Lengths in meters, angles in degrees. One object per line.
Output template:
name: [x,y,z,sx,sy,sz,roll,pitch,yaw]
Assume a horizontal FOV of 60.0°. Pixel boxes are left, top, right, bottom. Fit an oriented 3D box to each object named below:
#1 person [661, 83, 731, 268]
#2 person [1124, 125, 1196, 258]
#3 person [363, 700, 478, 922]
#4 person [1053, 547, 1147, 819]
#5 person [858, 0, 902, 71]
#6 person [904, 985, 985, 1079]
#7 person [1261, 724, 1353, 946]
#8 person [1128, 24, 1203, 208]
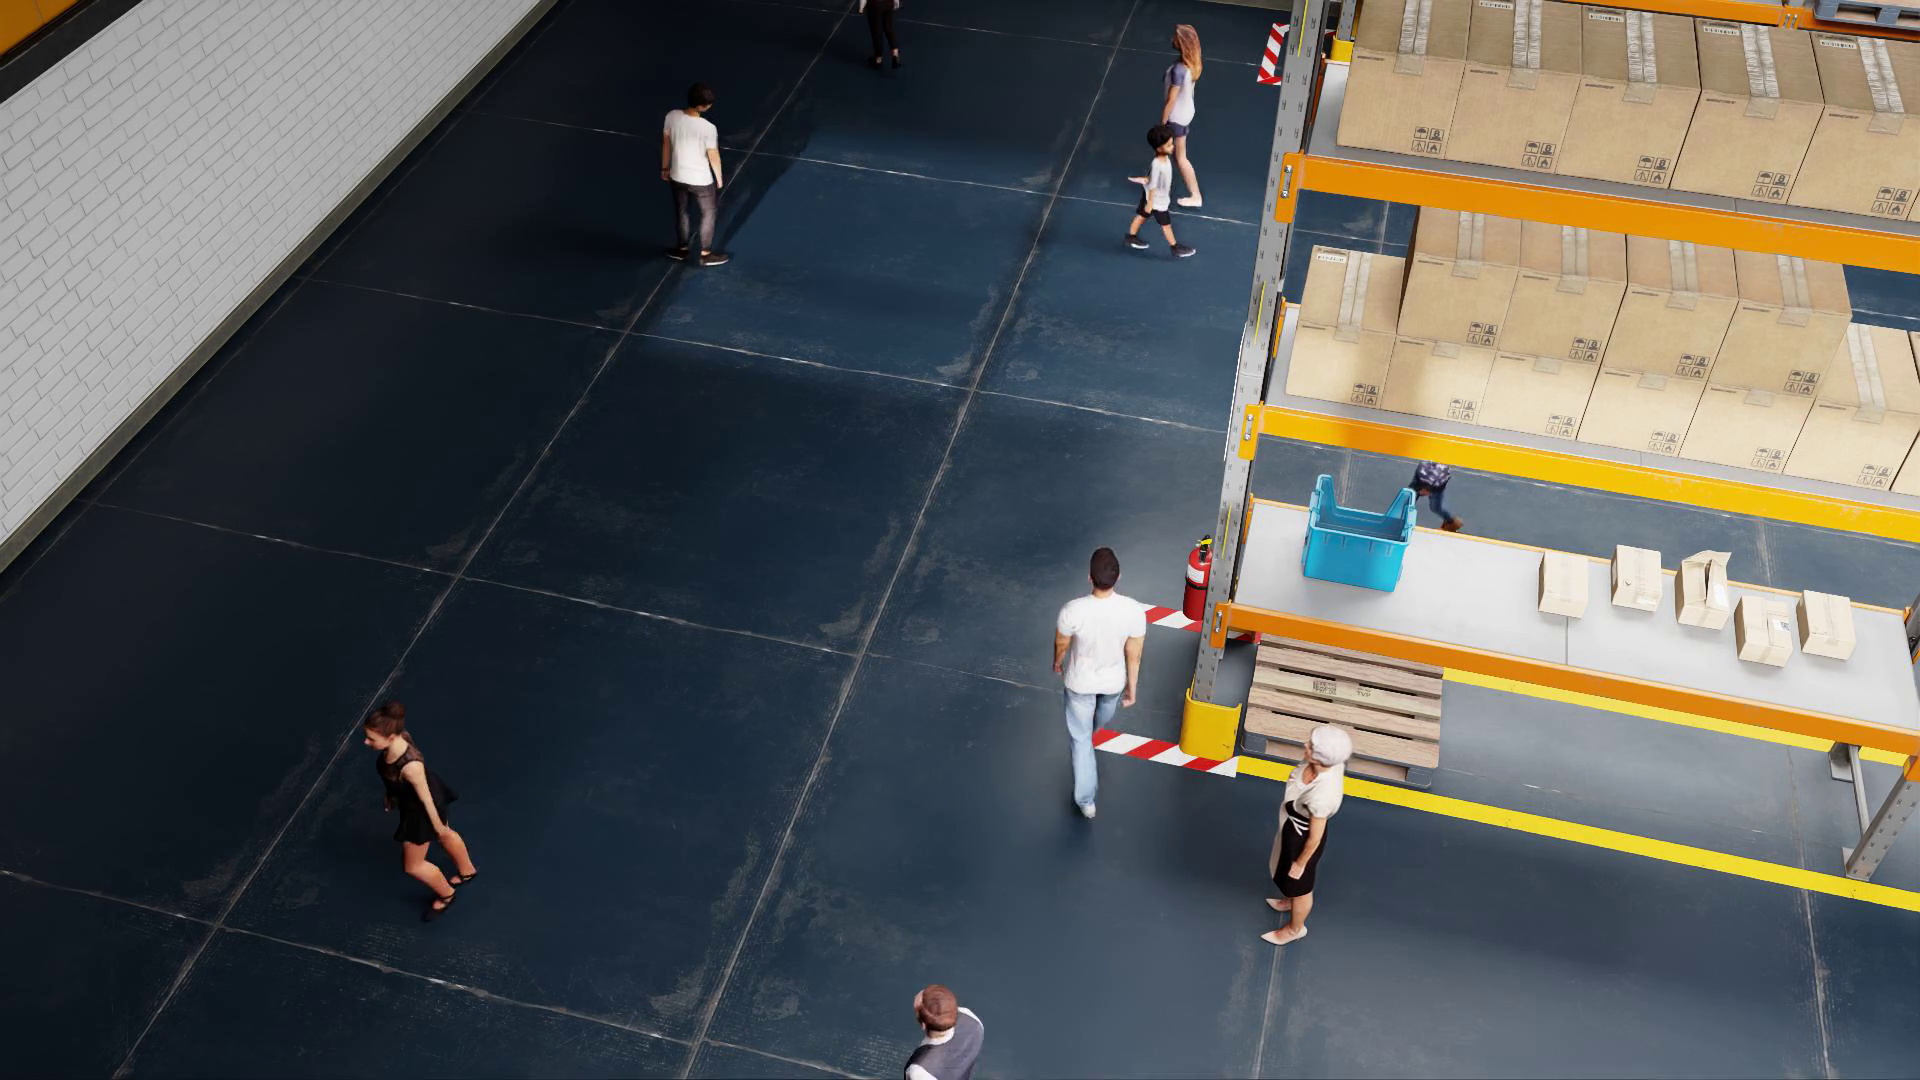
person: [-2.341,-3.099,14.123,0.461,1.685,0.836,3,44,4]
person: [1.639,-3.008,14.361,0.847,1.227,0.490,11,45,11]
person: [-2.961,1.449,9.364,0.806,1.665,0.746,-23,48,-22]
person: [0.816,0.878,9.858,1.224,1.811,1.032,-4,44,-5]
person: [-0.767,-5.360,16.648,0.785,1.477,0.849,-23,48,-23]
person: [-0.021,2.741,7.815,0.737,1.932,0.772,26,50,25]
person: [1.901,1.626,9.114,0.505,1.755,0.635,11,45,11]
person: [2.005,-3.726,14.778,1.037,1.689,0.729,18,46,18]
